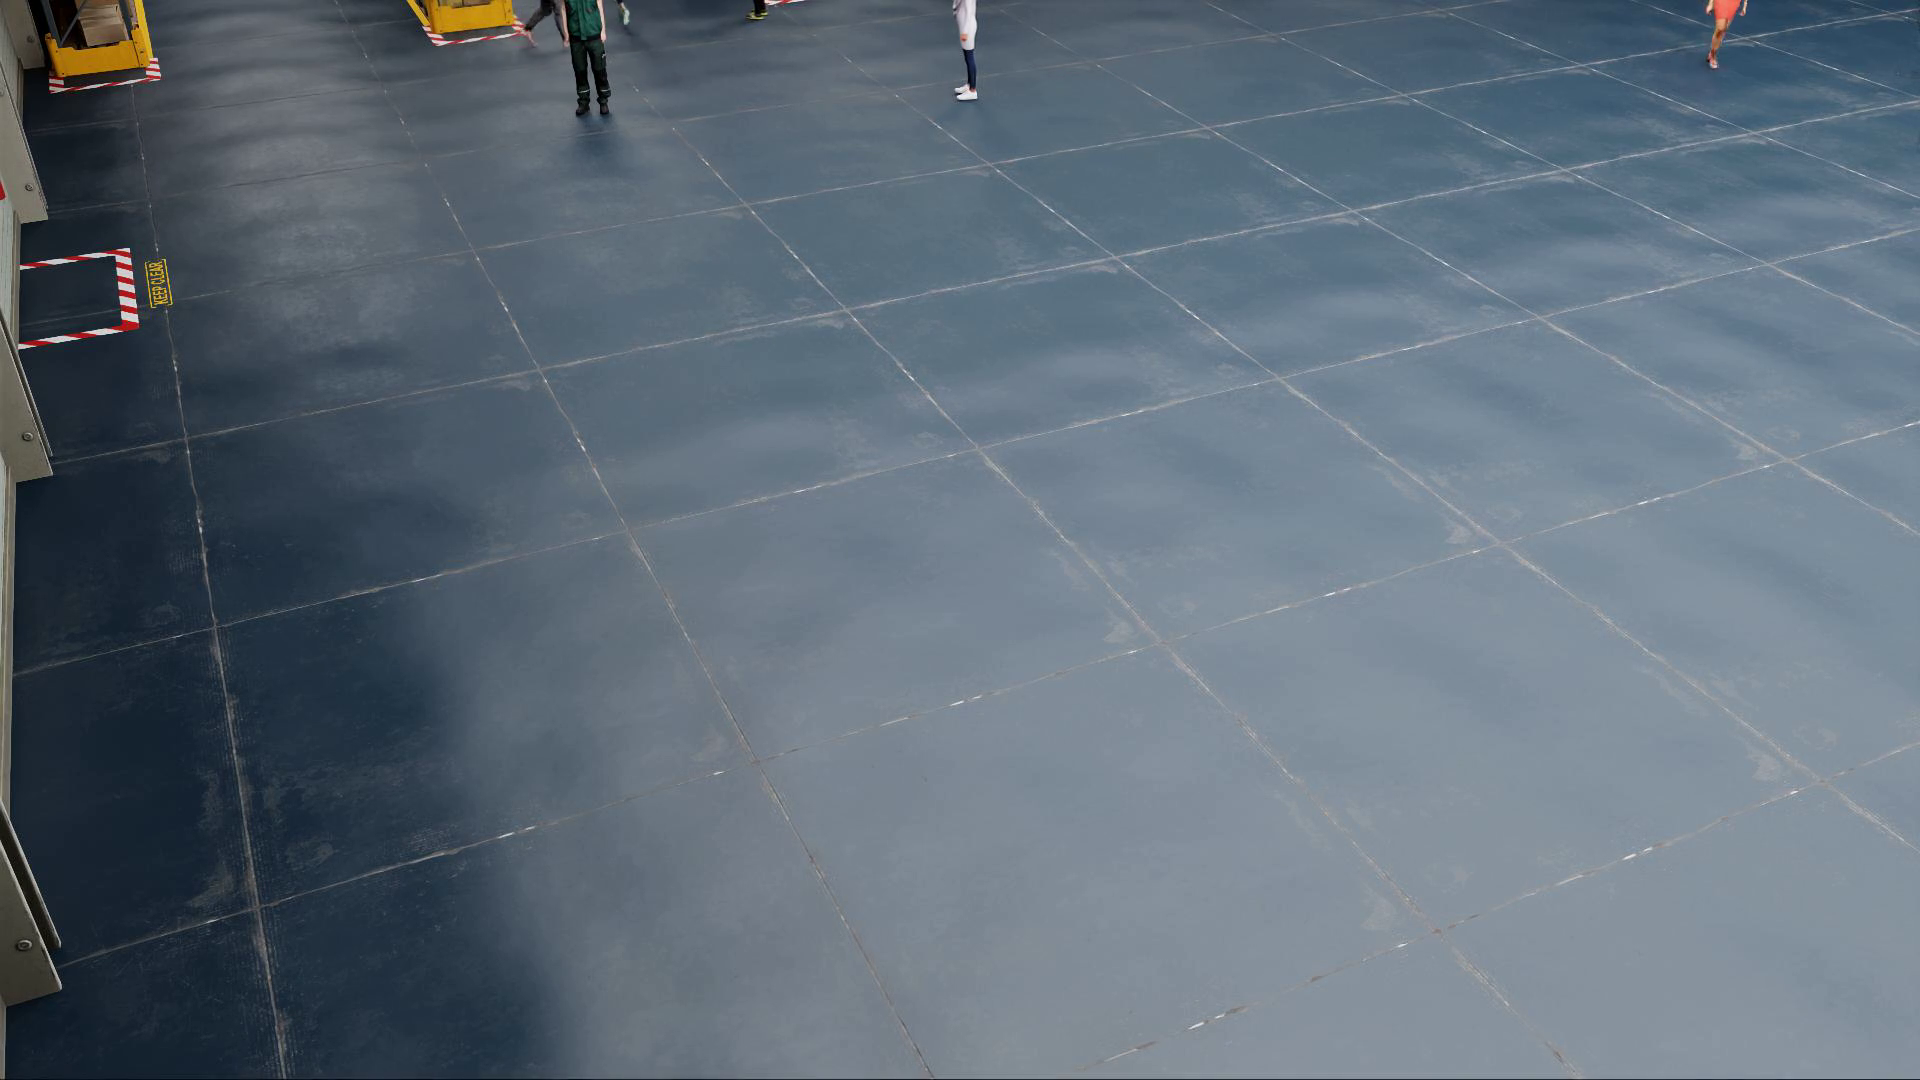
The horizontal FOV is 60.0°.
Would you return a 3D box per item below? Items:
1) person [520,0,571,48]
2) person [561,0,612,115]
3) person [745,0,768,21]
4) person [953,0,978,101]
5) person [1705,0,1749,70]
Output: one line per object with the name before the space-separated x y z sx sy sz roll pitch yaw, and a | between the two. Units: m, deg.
person | -5.775 -7.687 22.891 1.052 1.815 1.153 0 33 0
person | -4.642 -6.256 20.611 0.744 1.901 0.706 -2 33 -4
person | -3.006 -8.412 24.250 0.677 1.550 0.588 4 33 6
person | 0.093 -6.499 21.102 0.752 1.775 0.614 -1 33 -2
person | 10.243 -7.217 22.269 0.760 1.706 0.822 -1 33 -1
